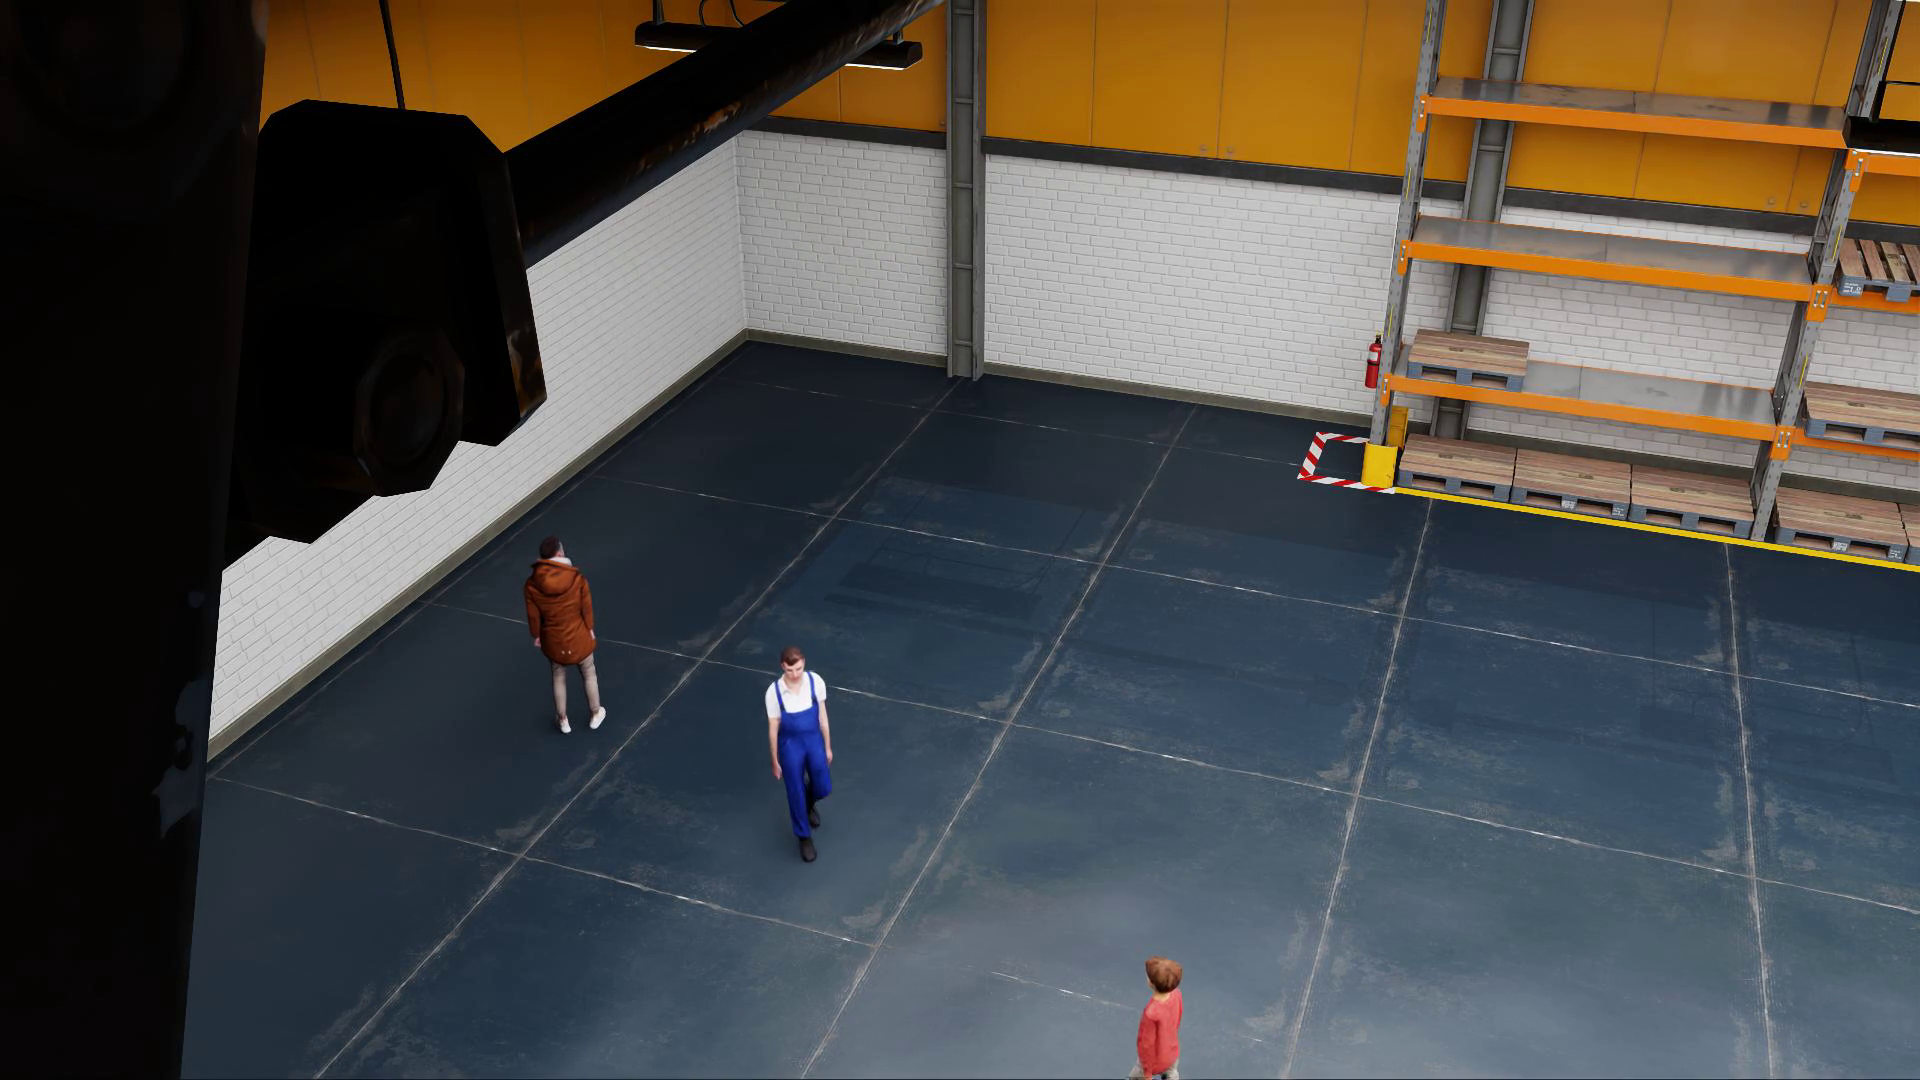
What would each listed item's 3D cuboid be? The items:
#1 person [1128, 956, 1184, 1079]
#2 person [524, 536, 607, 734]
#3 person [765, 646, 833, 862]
[{"bbox_3d":[1.272,3.172,10.163,0.956,1.390,0.759,24,37,37],"label":"person"},{"bbox_3d":[-3.323,0.807,14.030,0.799,1.837,0.894,-4,29,-7],"label":"person"},{"bbox_3d":[-1.233,1.540,12.684,0.911,1.839,0.959,-10,30,-18],"label":"person"}]
